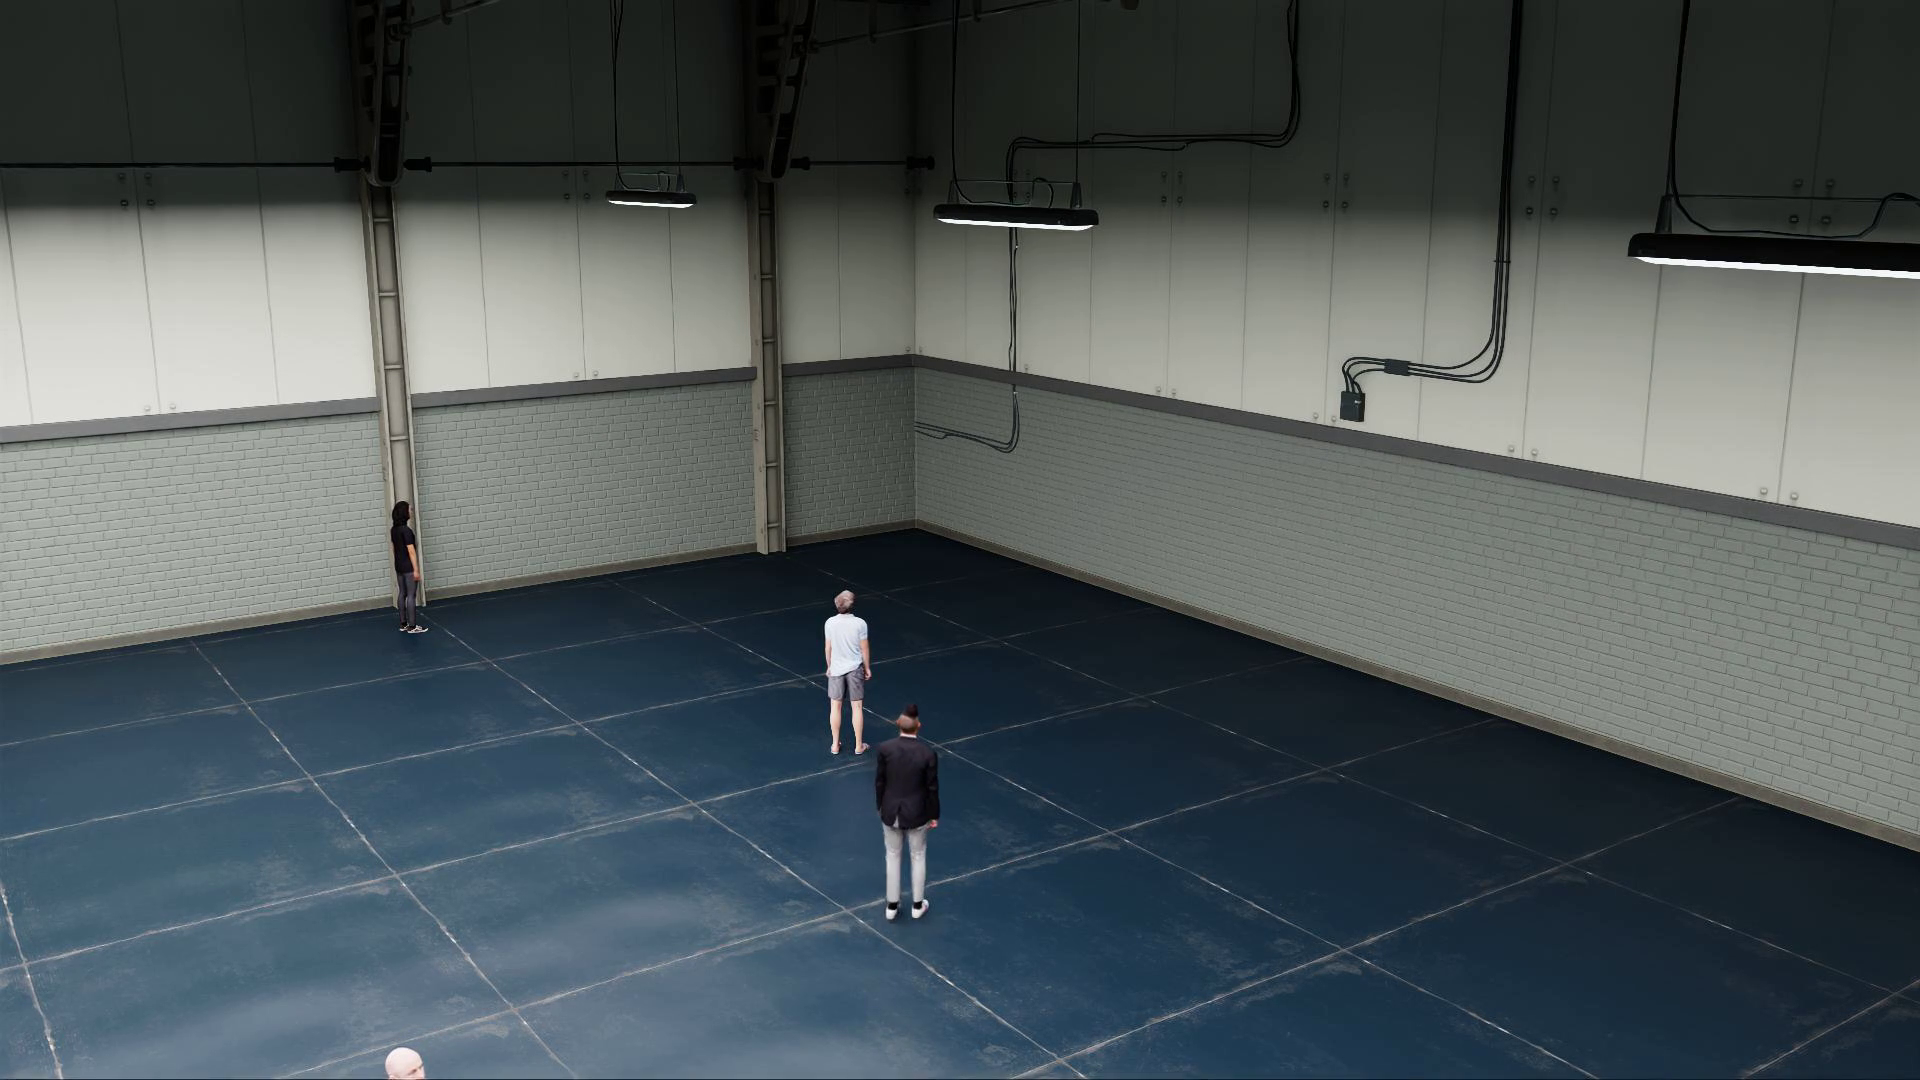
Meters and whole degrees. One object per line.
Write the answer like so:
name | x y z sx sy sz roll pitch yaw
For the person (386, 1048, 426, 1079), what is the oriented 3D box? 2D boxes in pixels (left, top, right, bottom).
person | -2.958 3.573 8.976 0.818 1.837 0.722 4 14 18

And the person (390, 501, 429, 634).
person | -7.625 0.357 22.862 0.686 1.837 0.610 11 17 40

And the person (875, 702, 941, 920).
person | -0.492 2.308 14.194 0.818 1.947 0.888 2 13 8

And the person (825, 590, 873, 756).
person | -1.242 1.442 18.191 0.725 1.832 0.798 2 13 7
